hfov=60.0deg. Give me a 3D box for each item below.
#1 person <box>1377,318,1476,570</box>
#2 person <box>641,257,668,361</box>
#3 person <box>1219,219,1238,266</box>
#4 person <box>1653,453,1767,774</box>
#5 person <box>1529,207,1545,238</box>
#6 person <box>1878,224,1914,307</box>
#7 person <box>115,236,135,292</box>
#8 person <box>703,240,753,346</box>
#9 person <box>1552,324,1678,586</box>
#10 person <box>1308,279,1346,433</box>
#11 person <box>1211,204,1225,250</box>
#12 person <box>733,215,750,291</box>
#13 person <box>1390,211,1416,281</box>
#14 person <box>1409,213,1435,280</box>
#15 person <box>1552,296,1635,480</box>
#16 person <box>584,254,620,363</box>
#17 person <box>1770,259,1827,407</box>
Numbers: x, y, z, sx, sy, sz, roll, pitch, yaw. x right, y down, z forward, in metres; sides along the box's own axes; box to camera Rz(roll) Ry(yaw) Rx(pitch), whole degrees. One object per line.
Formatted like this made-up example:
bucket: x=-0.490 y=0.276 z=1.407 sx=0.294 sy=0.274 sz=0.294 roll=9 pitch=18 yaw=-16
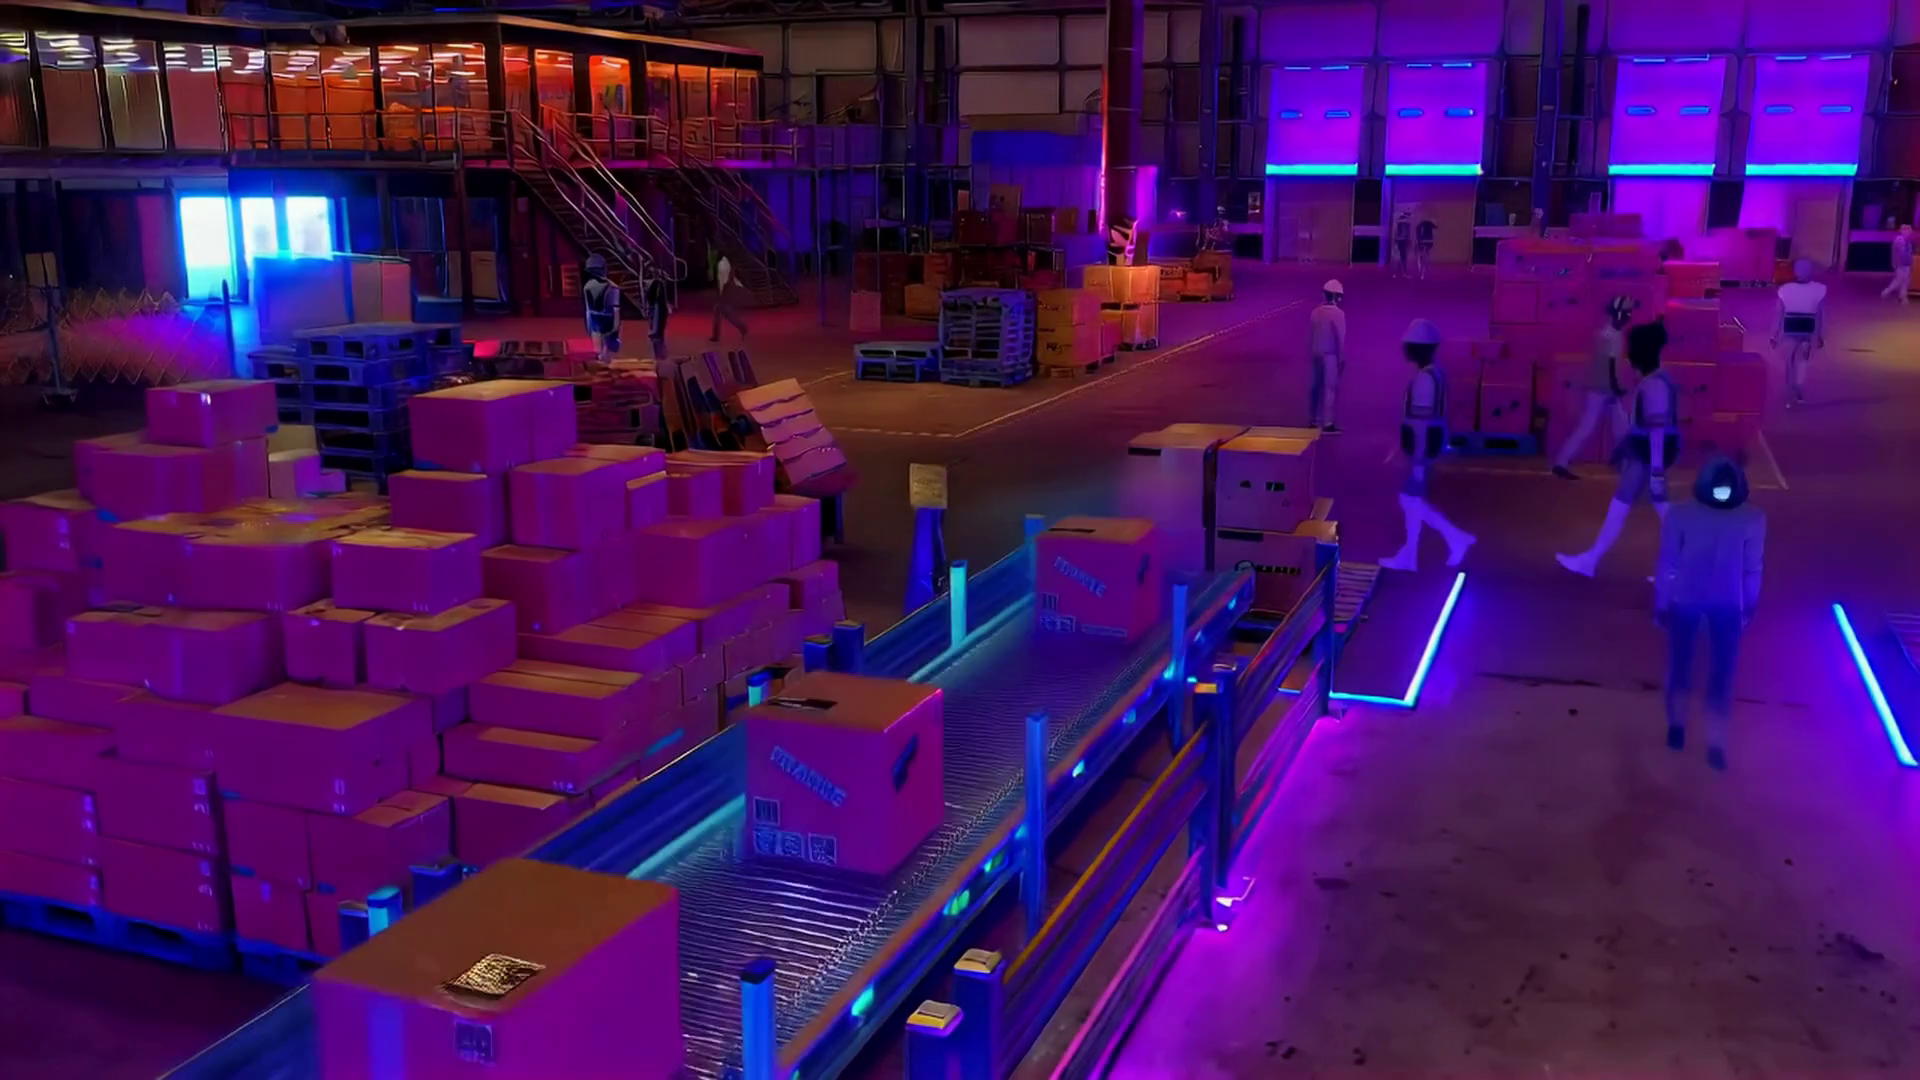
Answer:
person: x=3.518 y=-0.685 z=12.414 sx=0.632 sy=1.925 sz=0.543 roll=6 pitch=14 yaw=23
person: x=-4.076 y=-2.839 z=22.223 sx=0.328 sy=1.865 sz=0.517 roll=0 pitch=13 yaw=-1
person: x=7.090 y=-7.617 z=43.977 sx=0.492 sy=1.727 sz=0.687 roll=2 pitch=13 yaw=10
person: x=3.791 y=0.365 z=8.446 sx=0.516 sy=1.603 sz=0.794 roll=4 pitch=13 yaw=17
person: x=16.241 y=-8.443 z=47.152 sx=0.963 sy=1.962 sz=0.624 roll=7 pitch=14 yaw=27
person: x=20.825 y=-6.084 z=36.852 sx=0.644 sy=1.828 sz=0.573 roll=-8 pitch=15 yaw=-33
person: x=-17.706 y=-5.620 z=35.190 sx=0.507 sy=1.632 sz=0.268 roll=-2 pitch=13 yaw=-11
person: x=-4.015 y=-4.236 z=28.570 sx=0.787 sy=1.826 sz=0.519 roll=-3 pitch=13 yaw=-12
person: x=4.894 y=-0.604 z=12.074 sx=1.006 sy=1.909 sz=0.621 roll=7 pitch=14 yaw=29
person: x=4.263 y=-2.119 z=19.210 sx=0.329 sy=1.767 sz=0.528 roll=-7 pitch=14 yaw=-28
person: x=8.009 y=-9.439 z=51.639 sx=0.402 sy=1.943 sz=0.608 roll=-4 pitch=13 yaw=-19
person: x=-5.516 y=-7.192 z=41.696 sx=0.573 sy=1.887 sz=0.355 roll=11 pitch=17 yaw=41
person: x=12.175 y=-8.039 z=45.526 sx=0.591 sy=1.870 sz=0.980 roll=-11 pitch=17 yaw=-40
person: x=12.674 y=-8.057 z=45.724 sx=0.637 sy=1.843 sz=0.500 roll=-4 pitch=13 yaw=-17
person: x=6.255 y=-1.444 z=16.075 sx=0.971 sy=1.822 sz=0.517 roll=9 pitch=15 yaw=35
person: x=-4.690 y=-2.768 z=21.771 sx=0.539 sy=1.930 sz=0.385 roll=5 pitch=14 yaw=22
person: x=10.718 y=-2.654 z=21.328 sx=0.618 sy=1.885 sz=0.690 roll=4 pitch=13 yaw=17
